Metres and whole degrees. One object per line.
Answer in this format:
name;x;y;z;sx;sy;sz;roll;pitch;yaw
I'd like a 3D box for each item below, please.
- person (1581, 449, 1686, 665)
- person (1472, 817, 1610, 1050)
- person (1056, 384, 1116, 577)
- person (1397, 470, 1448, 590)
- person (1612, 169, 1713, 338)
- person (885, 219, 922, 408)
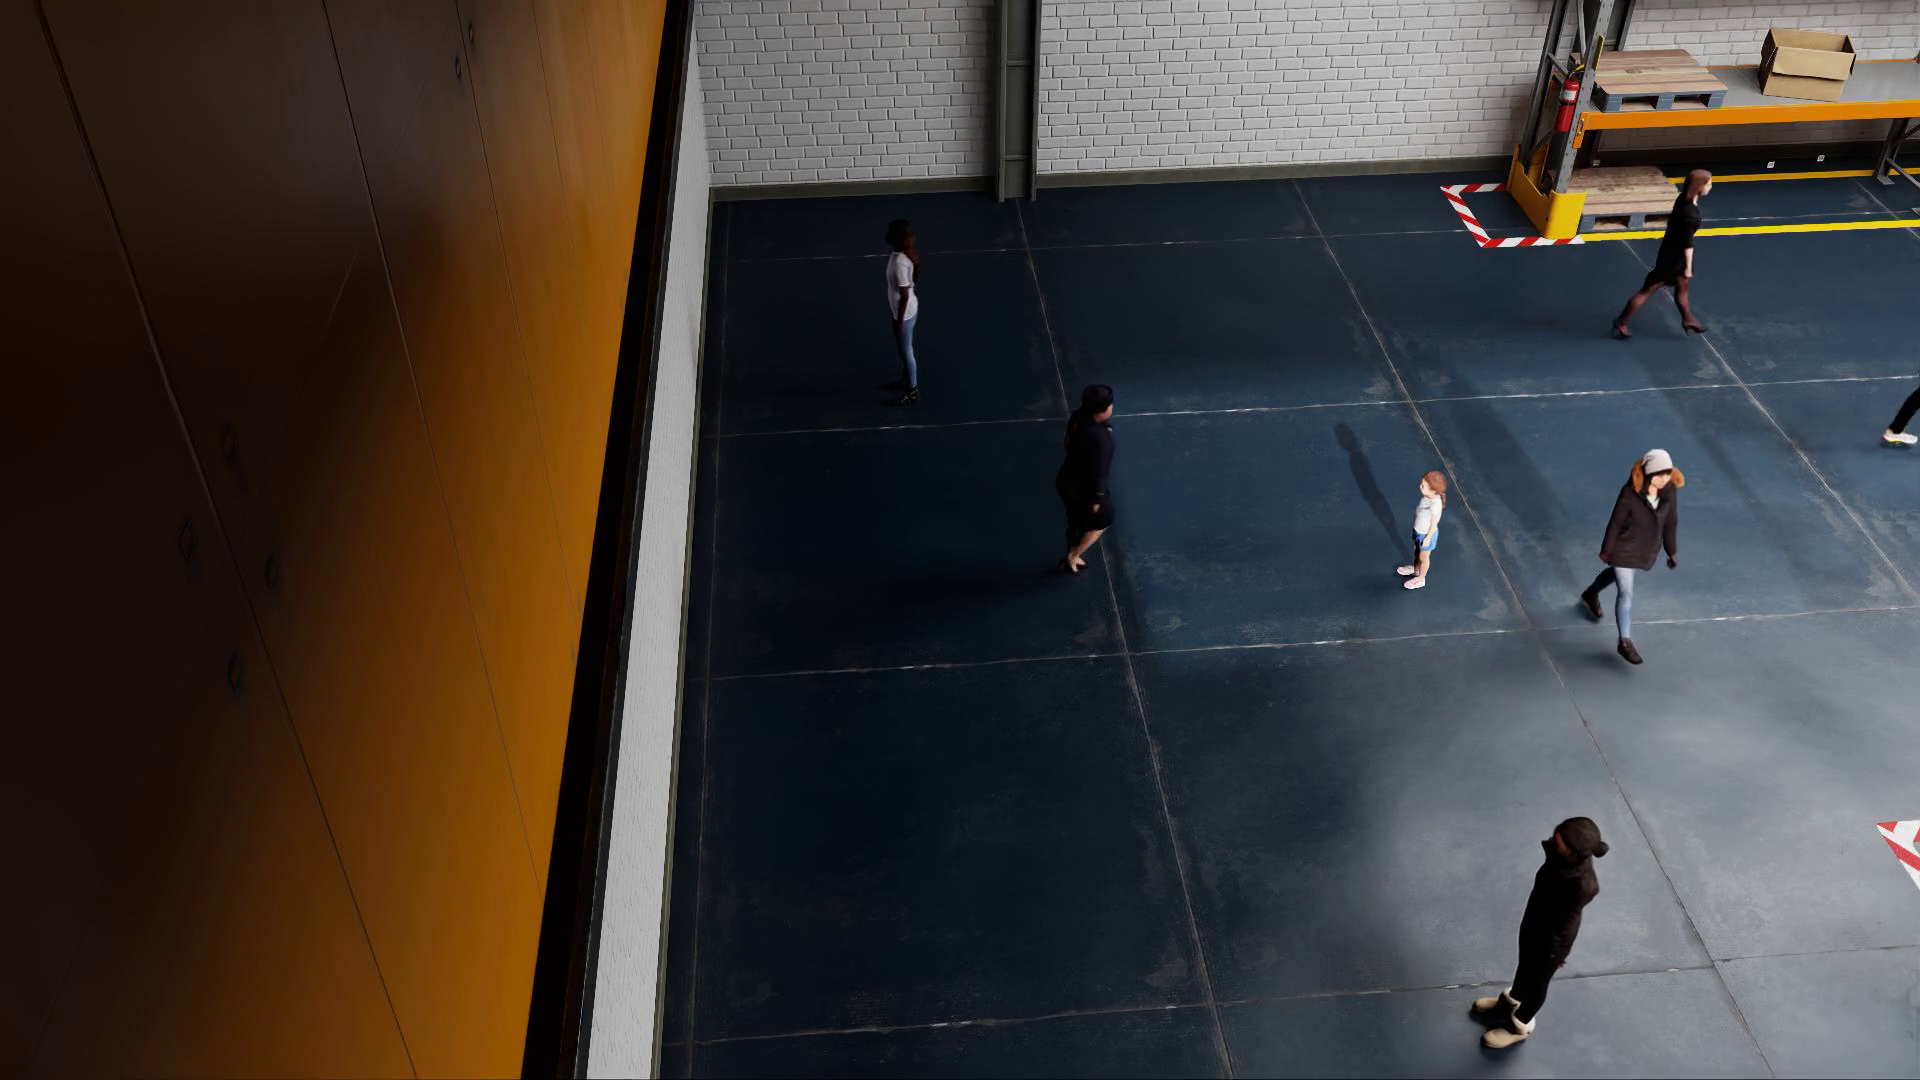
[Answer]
person;4.699;0.002;11.693;1.028;1.595;0.830;-11;40;-13
person;3.202;2.108;9.000;0.556;1.665;0.623;-3;39;-4
person;0.836;-0.380;12.119;0.785;1.660;0.802;-16;41;-19
person;3.442;-0.093;12.273;0.417;1.019;0.417;-2;39;-2
person;6.214;-2.494;14.764;1.140;1.662;0.819;7;39;9
person;-0.482;-1.921;14.002;0.509;1.719;0.576;-2;39;-2
